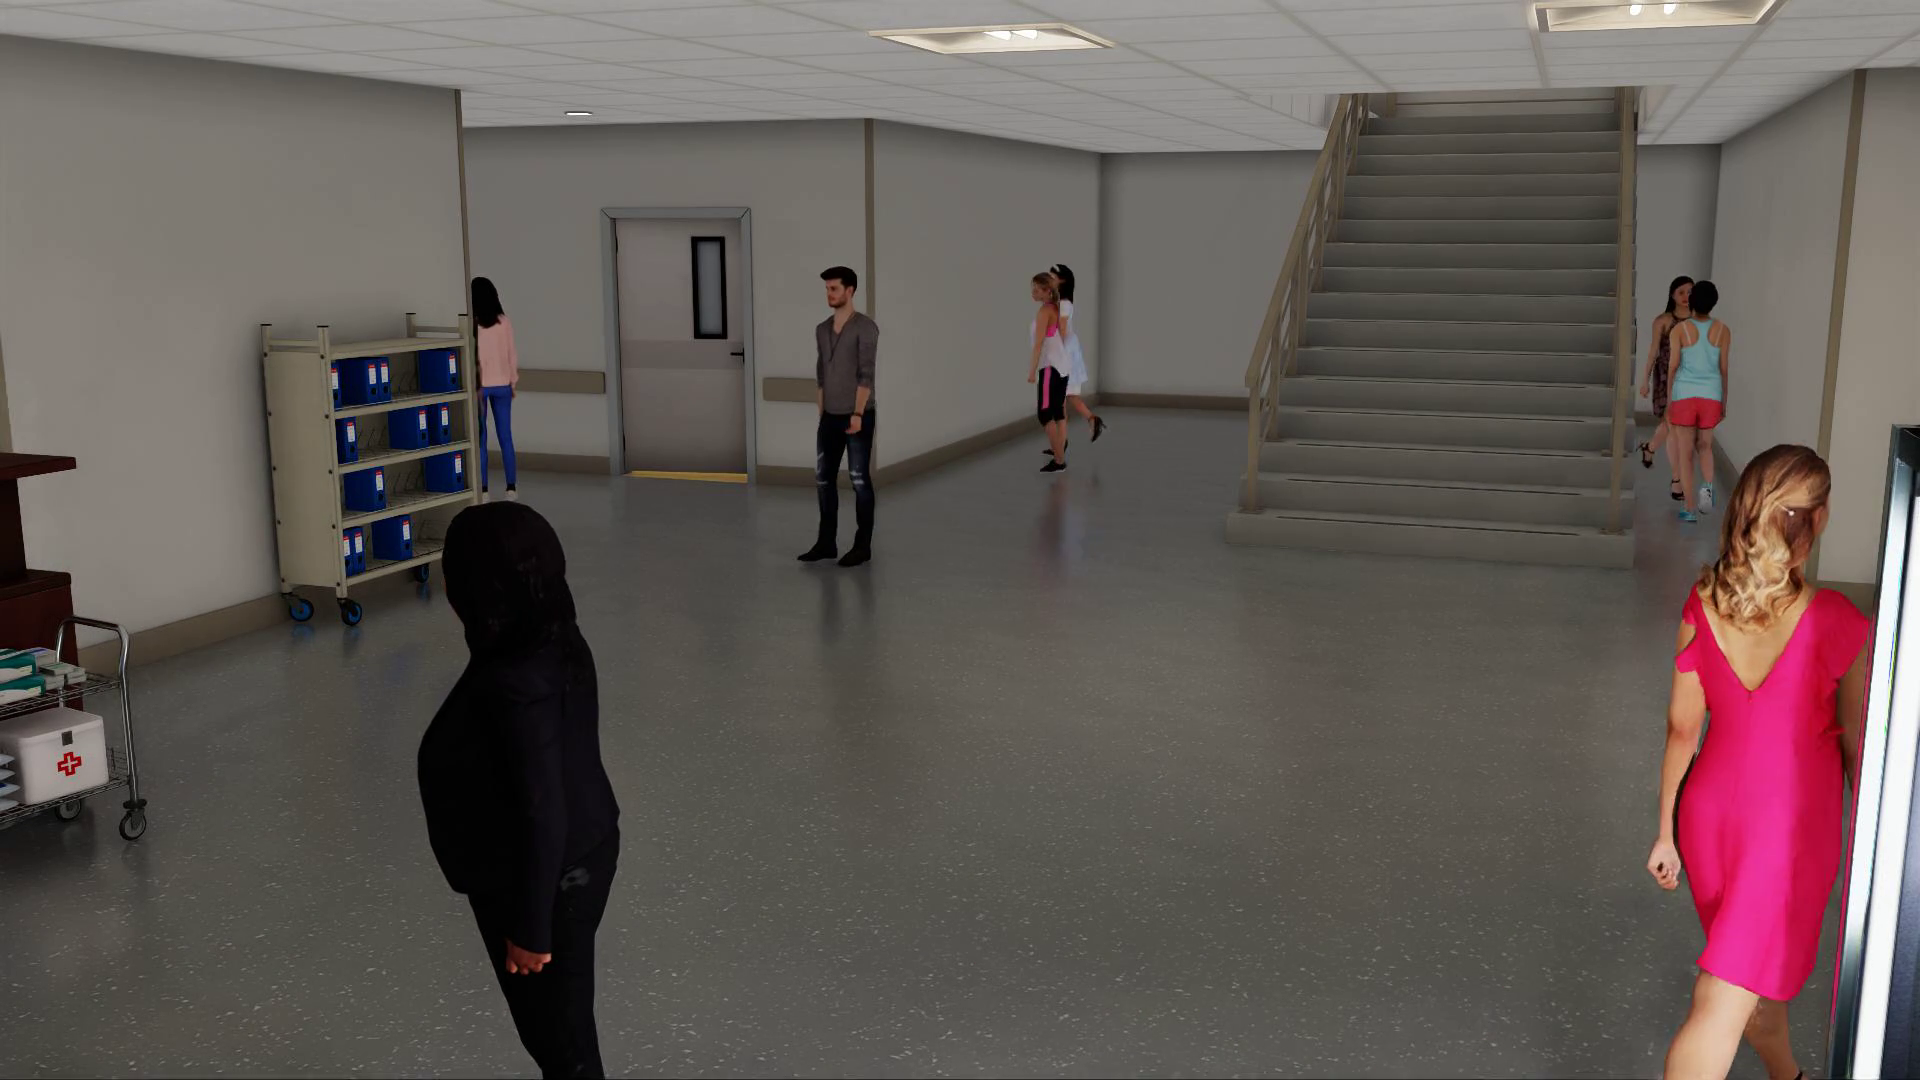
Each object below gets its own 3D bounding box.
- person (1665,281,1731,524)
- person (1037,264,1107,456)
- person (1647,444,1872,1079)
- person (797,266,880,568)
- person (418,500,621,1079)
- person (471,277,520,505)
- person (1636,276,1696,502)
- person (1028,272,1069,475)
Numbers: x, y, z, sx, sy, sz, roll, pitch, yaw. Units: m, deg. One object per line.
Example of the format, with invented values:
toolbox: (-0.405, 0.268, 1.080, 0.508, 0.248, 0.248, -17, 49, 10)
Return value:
person: (5.325, -0.976, 12.014, 0.628, 1.753, 0.831, 3, 11, 14)
person: (1.034, -1.649, 15.481, 0.877, 1.782, 0.905, 2, 11, 12)
person: (1.613, 0.674, 3.490, 1.085, 1.689, 1.009, -5, 12, -26)
person: (-0.676, -0.796, 10.680, 0.786, 1.898, 0.781, 8, 14, 37)
person: (-0.879, 0.709, 3.513, 0.829, 1.612, 0.737, -2, 11, -12)
person: (-3.682, -1.167, 12.978, 0.713, 1.769, 0.770, -5, 12, -24)
person: (5.627, -1.187, 13.196, 0.966, 1.727, 1.284, -1, 11, -7)
person: (0.848, -1.465, 14.596, 0.800, 1.751, 0.511, 9, 14, 39)
